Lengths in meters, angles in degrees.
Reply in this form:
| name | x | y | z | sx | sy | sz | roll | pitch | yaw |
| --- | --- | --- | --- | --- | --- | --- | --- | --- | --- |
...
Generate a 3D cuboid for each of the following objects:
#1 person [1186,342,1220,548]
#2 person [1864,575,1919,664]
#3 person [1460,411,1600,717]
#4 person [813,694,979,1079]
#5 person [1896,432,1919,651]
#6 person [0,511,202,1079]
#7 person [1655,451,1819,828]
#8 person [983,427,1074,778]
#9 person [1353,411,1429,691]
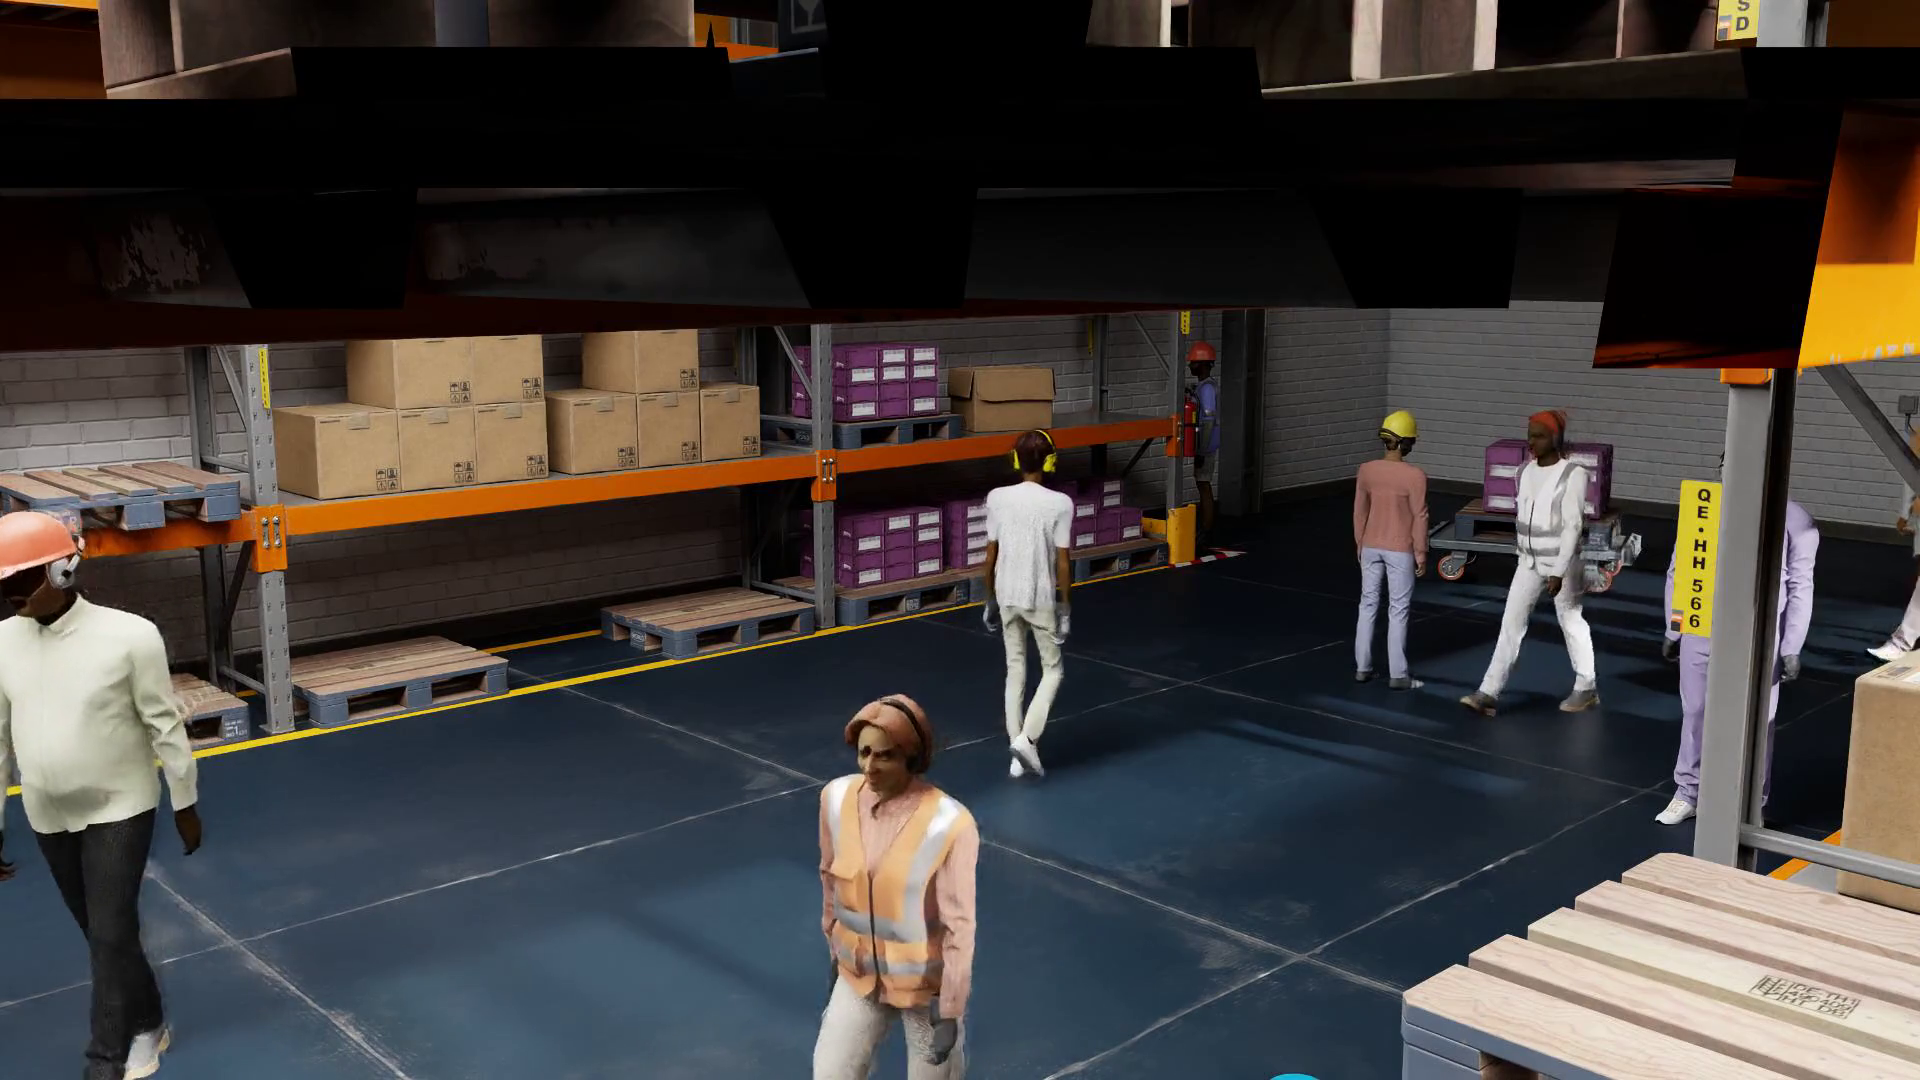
| name | x | y | z | sx | sy | sz | roll | pitch | yaw |
| --- | --- | --- | --- | --- | --- | --- | --- | --- | --- |
| person | 2.264 | -0.889 | 15.646 | 0.357 | 1.938 | 0.545 | 1 | 10 | 6 |
| person | 6.455 | -0.013 | 10.747 | 0.937 | 1.860 | 0.650 | -1 | 10 | -7 |
| person | 3.458 | 0.156 | 9.865 | 1.012 | 1.831 | 0.592 | -5 | 11 | -28 |
| person | -0.156 | 1.190 | 4.425 | 0.517 | 1.619 | 0.427 | 6 | 11 | 30 |
| person | 6.834 | -0.153 | 11.471 | 0.584 | 1.892 | 0.755 | 3 | 10 | 18 |
| person | -2.810 | 0.884 | 5.246 | 0.626 | 1.942 | 0.949 | 1 | 10 | 4 |
| person | 3.638 | 0.458 | 7.850 | 0.651 | 1.907 | 0.409 | 9 | 13 | 41 |
| person | 0.326 | 0.350 | 8.654 | 0.529 | 1.857 | 0.473 | 4 | 11 | 23 |
| person | 2.744 | 0.064 | 10.568 | 0.329 | 1.767 | 0.528 | -8 | 13 | -39 |
